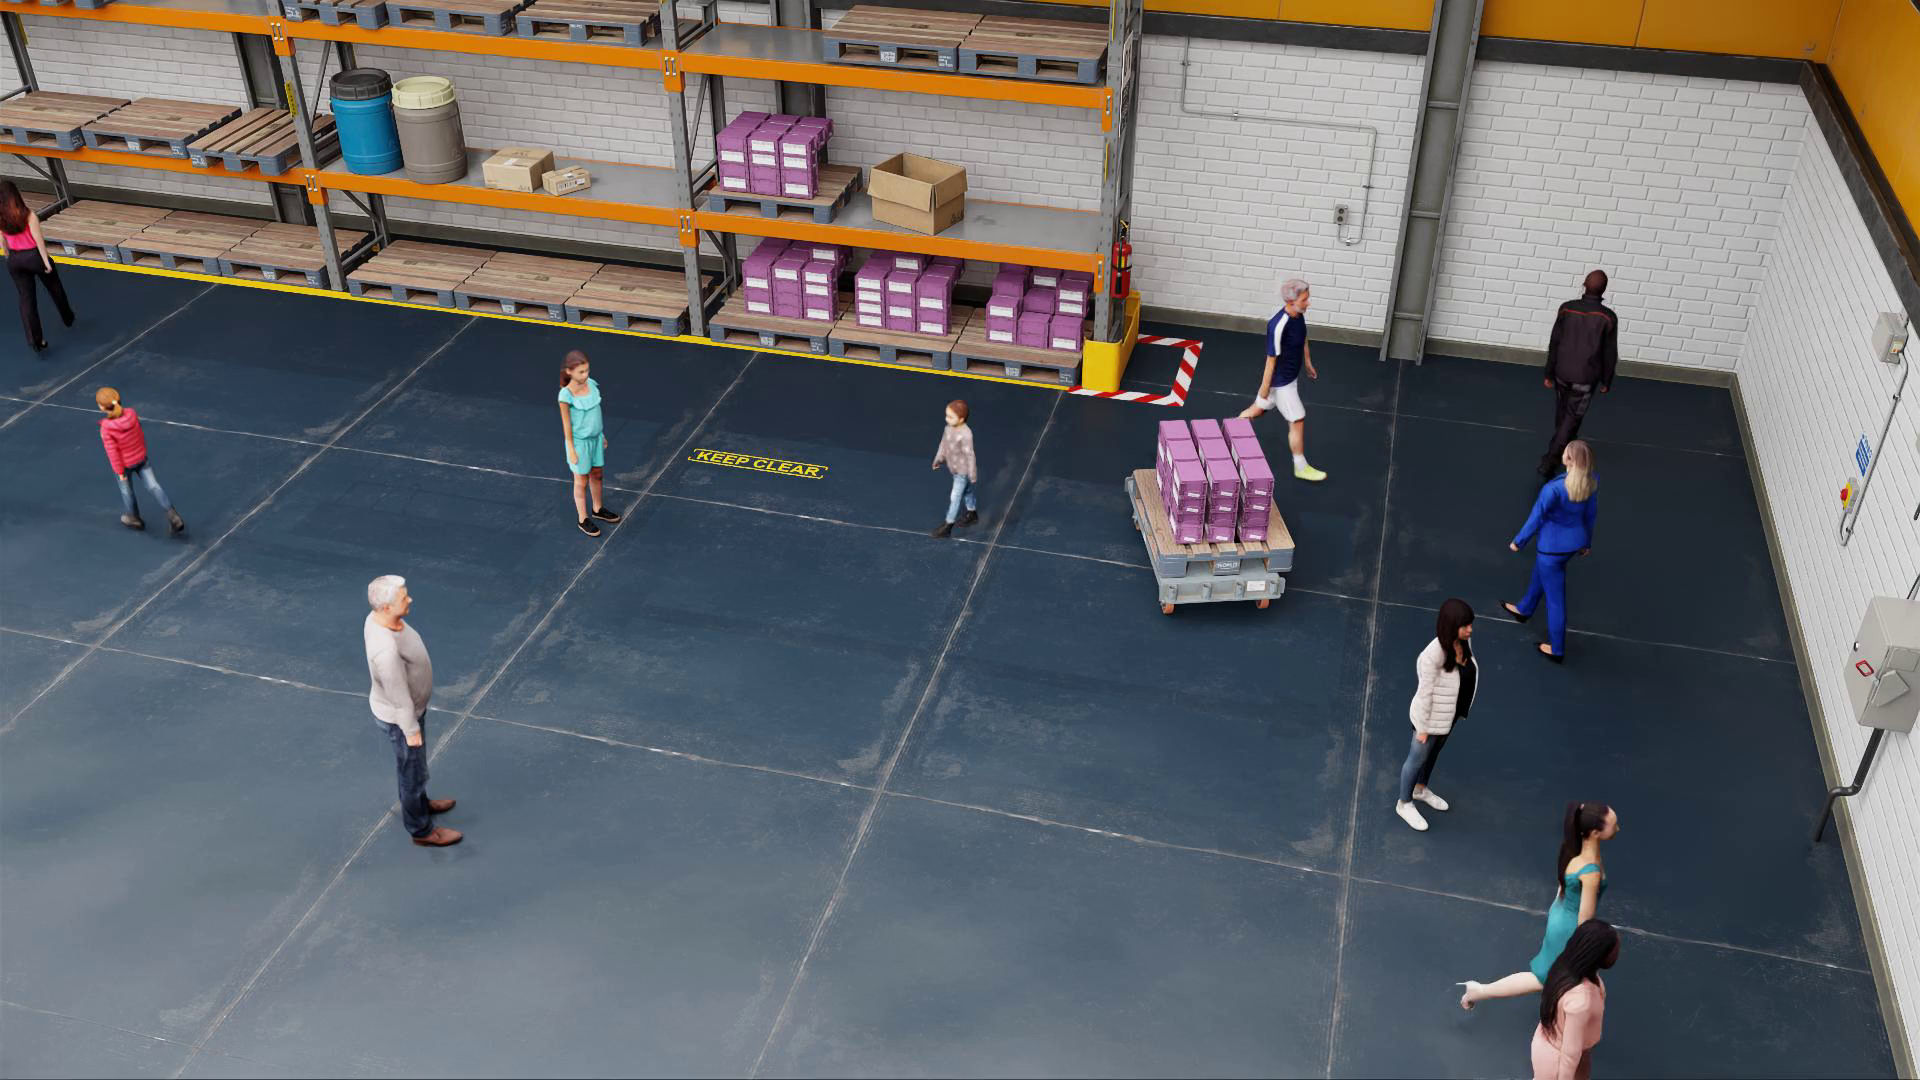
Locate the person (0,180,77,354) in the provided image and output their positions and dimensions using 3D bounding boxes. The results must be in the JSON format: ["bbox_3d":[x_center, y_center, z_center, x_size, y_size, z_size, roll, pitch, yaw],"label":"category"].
[{"bbox_3d":[-8.803,-2.555,15.702,1.113,1.617,0.954,-5,34,-7],"label":"person"}]

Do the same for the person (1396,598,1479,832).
[{"bbox_3d":[2.943,1.045,10.267,0.708,1.638,0.699,29,43,36],"label":"person"}]

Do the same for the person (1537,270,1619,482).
[{"bbox_3d":[5.061,-1.339,13.703,1.263,1.804,1.100,25,41,32],"label":"person"}]

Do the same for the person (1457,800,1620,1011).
[{"bbox_3d":[3.124,2.042,8.748,0.980,1.659,0.548,8,34,11],"label":"person"}]

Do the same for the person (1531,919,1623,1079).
[{"bbox_3d":[2.813,2.488,8.043,1.075,1.697,0.715,12,36,18],"label":"person"}]

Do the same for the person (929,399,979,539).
[{"bbox_3d":[0.053,-0.593,13.149,0.800,1.175,0.734,-16,37,-22],"label":"person"}]

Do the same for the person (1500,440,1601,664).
[{"bbox_3d":[4.261,0.113,11.636,0.973,1.675,1.049,-20,39,-28],"label":"person"}]

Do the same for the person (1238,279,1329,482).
[{"bbox_3d":[2.565,-1.352,13.736,1.242,1.790,0.751,13,36,18],"label":"person"}]

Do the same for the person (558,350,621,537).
[{"bbox_3d":[-2.957,-0.790,13.100,0.635,1.558,0.617,20,38,27],"label":"person"}]

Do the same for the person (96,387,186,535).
[{"bbox_3d":[-6.443,-0.595,13.046,0.950,1.293,0.685,20,38,27],"label":"person"}]

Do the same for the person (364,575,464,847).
[{"bbox_3d":[-3.370,1.023,10.059,0.853,1.904,0.841,-11,35,-16],"label":"person"}]
